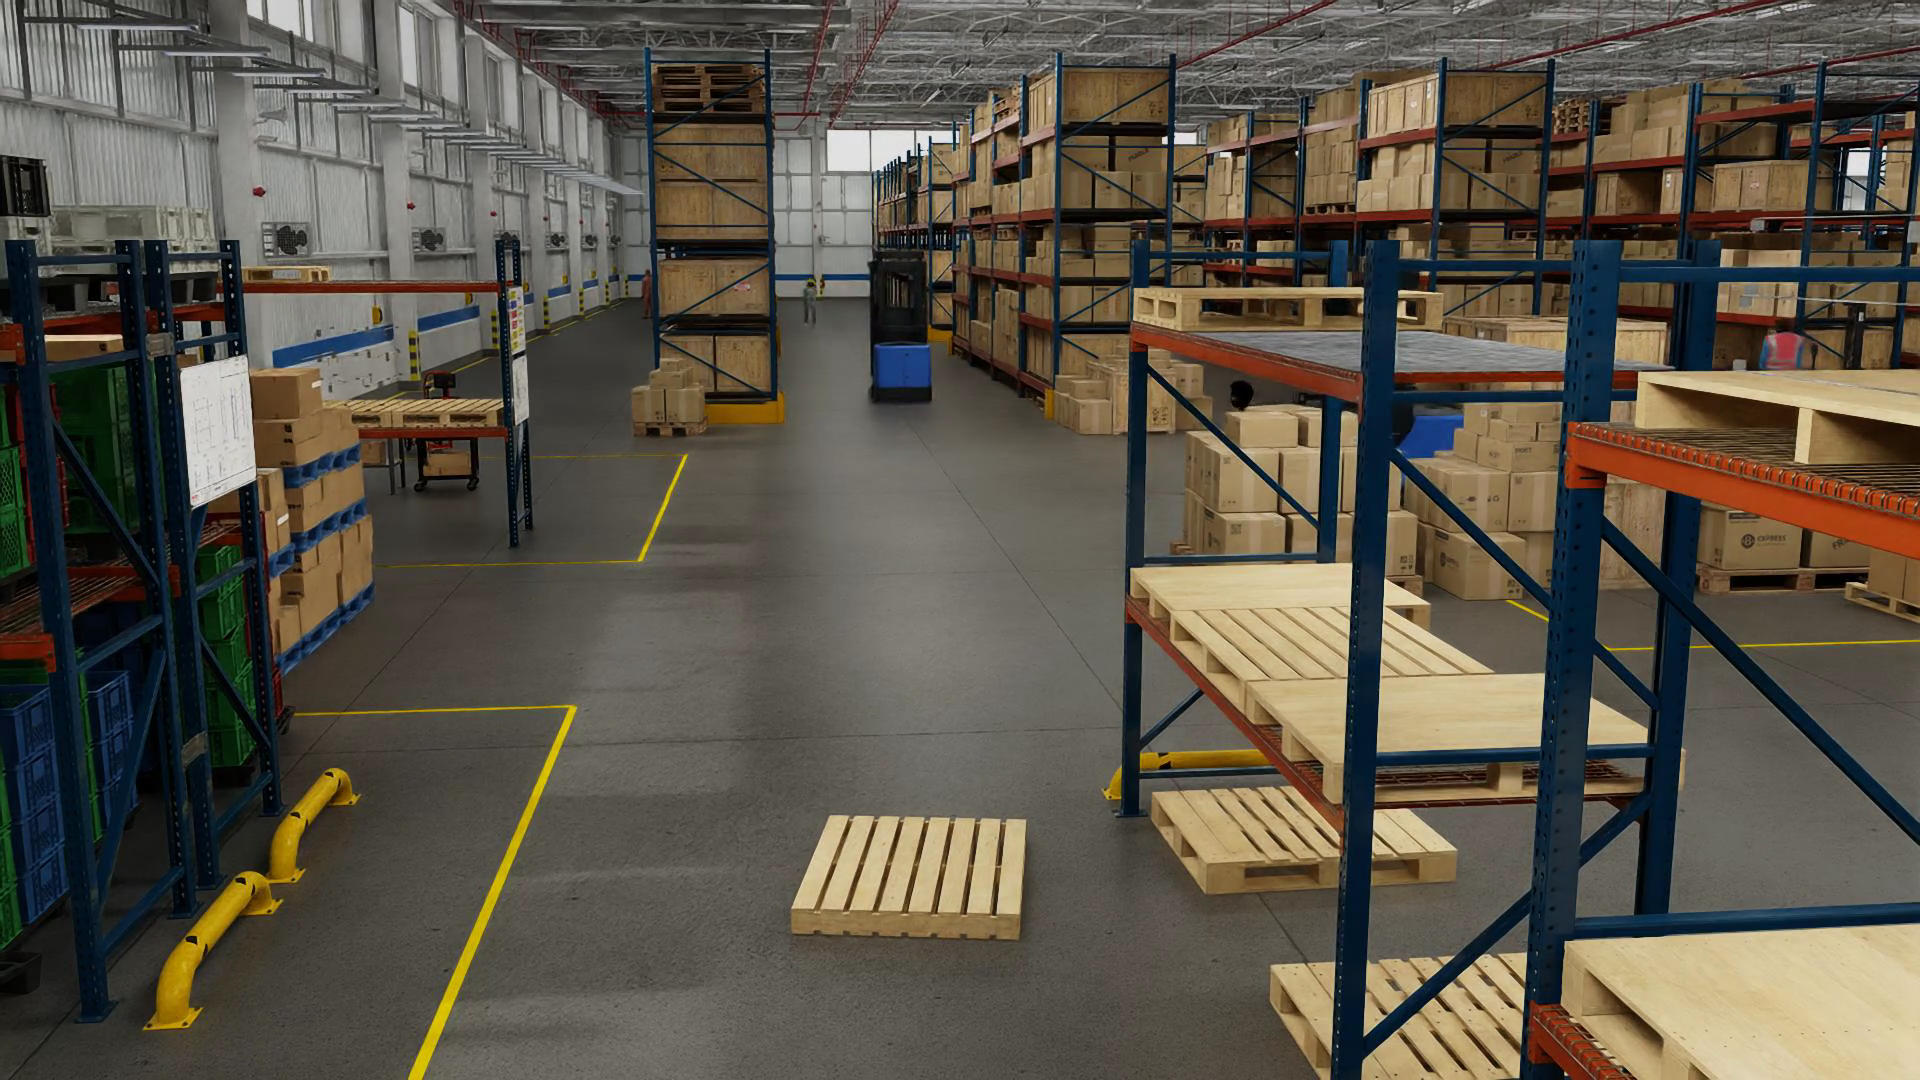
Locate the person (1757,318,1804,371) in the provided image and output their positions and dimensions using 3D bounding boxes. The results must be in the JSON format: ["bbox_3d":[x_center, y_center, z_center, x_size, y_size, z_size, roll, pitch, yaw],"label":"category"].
[{"bbox_3d":[12.983,-2.621,26.435,0.618,1.810,0.689,1,10,4],"label":"person"}]

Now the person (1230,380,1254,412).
[{"bbox_3d":[2.788,-0.720,16.242,0.430,1.680,0.546,-2,10,-12],"label":"person"}]

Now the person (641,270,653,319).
[{"bbox_3d":[-12.075,-9.523,64.448,0.400,1.894,0.653,9,14,41],"label":"person"}]

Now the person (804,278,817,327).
[{"bbox_3d":[-5.253,-8.312,58.231,0.478,1.711,0.851,-4,11,-20],"label":"person"}]

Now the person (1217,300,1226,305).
[{"bbox_3d":[9.349,-8.488,58.965,0.596,1.792,0.962,-1,10,-5],"label":"person"}]

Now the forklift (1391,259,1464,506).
[{"bbox_3d":[4.885,-1.795,18.880,1.873,2.768,1.129,-1,10,-6],"label":"forklift"}]

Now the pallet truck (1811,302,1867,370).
[{"bbox_3d":[15.846,-3.142,28.793,1.885,1.965,0.823,2,10,12],"label":"pallet truck"}]

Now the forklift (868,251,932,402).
[{"bbox_3d":[-1.135,-4.073,31.503,1.129,2.768,1.873,-1,10,-6],"label":"forklift"}]
